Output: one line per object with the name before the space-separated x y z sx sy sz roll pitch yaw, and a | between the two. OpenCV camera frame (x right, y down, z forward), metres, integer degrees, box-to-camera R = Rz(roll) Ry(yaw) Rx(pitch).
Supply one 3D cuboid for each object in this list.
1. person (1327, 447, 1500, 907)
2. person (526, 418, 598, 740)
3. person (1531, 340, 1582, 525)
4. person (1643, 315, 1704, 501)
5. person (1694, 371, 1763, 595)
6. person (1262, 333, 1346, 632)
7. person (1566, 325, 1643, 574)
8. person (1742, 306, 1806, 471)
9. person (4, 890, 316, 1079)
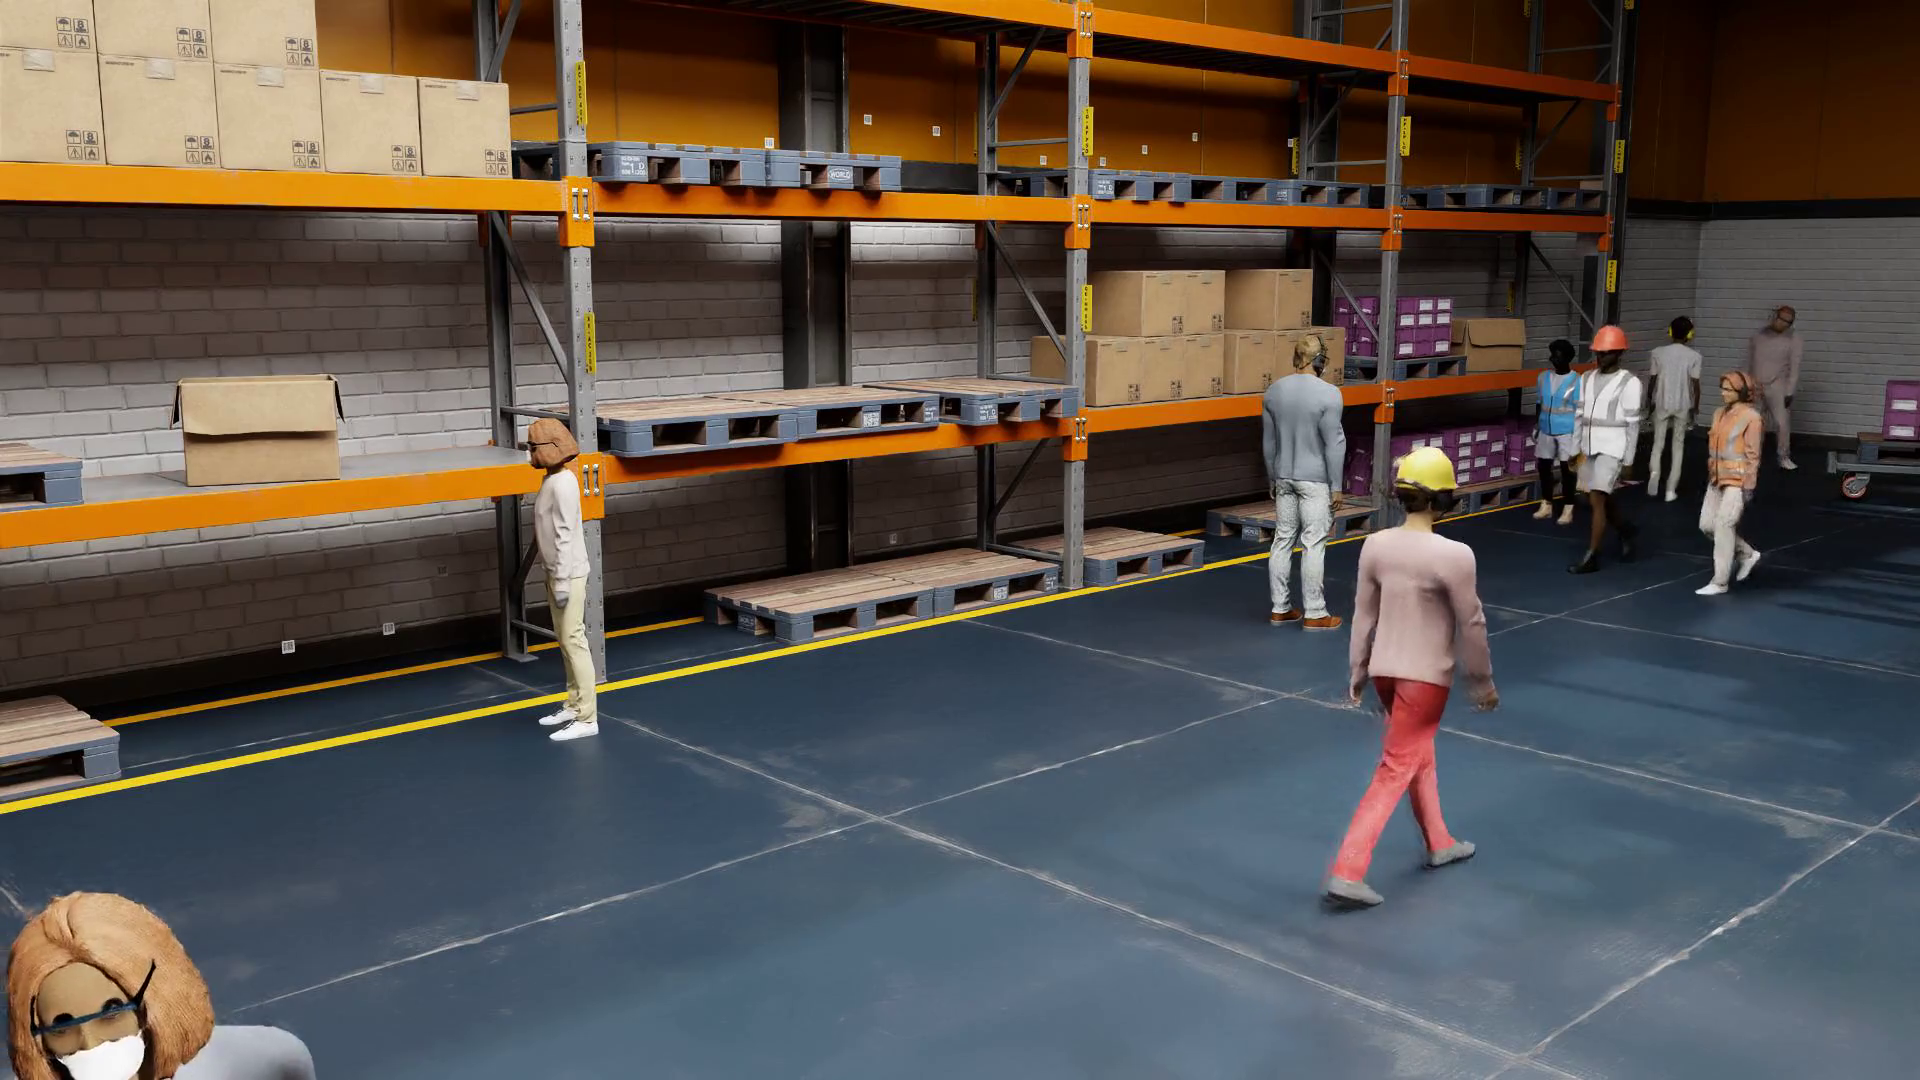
person | 1.712 0.510 6.314 0.919 1.722 0.526 -5 11 -28
person | -2.028 0.192 8.441 0.285 1.626 0.495 -4 10 -22
person | 5.458 -0.981 15.125 0.370 1.679 0.552 -7 12 -36
person | 7.029 -1.289 16.439 0.535 1.850 0.538 6 11 30
person | 5.568 -0.403 11.905 0.490 1.618 0.527 -1 10 -7
person | 2.242 -0.371 10.825 0.373 1.935 0.628 -8 13 -39
person | 5.018 -0.704 12.839 0.763 1.916 0.557 -4 11 -24
person | 9.205 -1.721 18.926 0.396 1.876 0.730 -6 11 -31
person | -1.105 1.238 2.326 0.522 1.612 0.404 -8 12 -39
